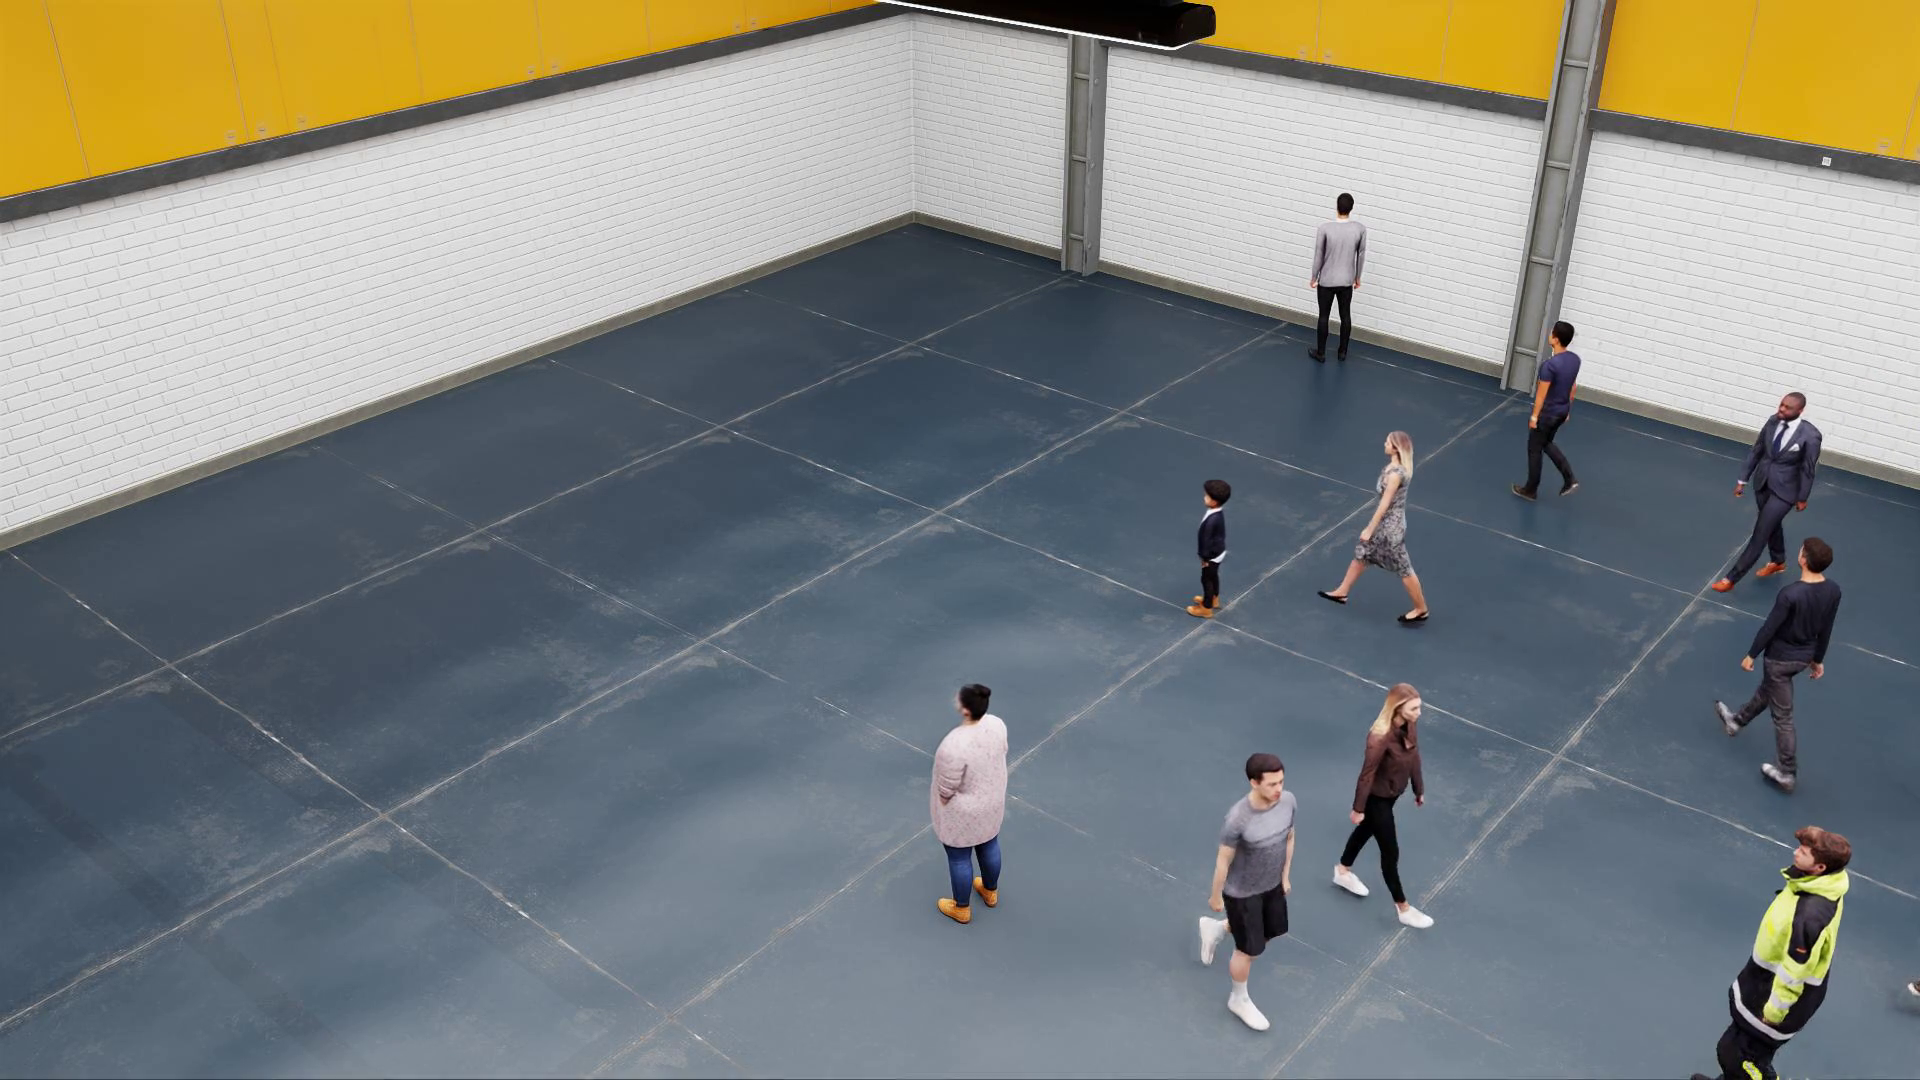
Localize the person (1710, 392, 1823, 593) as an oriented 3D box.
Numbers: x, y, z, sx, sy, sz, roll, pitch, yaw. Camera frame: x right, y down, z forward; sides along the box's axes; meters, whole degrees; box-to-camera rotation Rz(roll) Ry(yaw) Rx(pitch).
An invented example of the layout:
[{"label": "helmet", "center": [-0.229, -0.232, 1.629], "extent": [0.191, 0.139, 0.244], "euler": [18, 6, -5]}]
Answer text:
[{"label": "person", "center": [6.935, -0.412, 14.039], "extent": [1.114, 1.772, 1.247], "euler": [-12, 31, -21]}]

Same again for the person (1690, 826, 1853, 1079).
[{"label": "person", "center": [4.406, 2.342, 8.780], "extent": [0.836, 1.974, 0.833], "euler": [17, 33, 28]}]

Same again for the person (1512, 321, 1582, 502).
[{"label": "person", "center": [5.530, -1.138, 15.363], "extent": [0.755, 1.778, 0.911], "euler": [-21, 35, -33]}]

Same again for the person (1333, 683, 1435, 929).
[{"label": "person", "center": [2.586, 1.582, 10.486], "extent": [0.991, 1.673, 0.661], "euler": [24, 37, 37]}]

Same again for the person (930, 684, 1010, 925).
[{"label": "person", "center": [0.071, 1.613, 10.362], "extent": [0.726, 1.738, 0.681], "euler": [-22, 35, -34]}]

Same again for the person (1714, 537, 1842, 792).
[{"label": "person", "center": [5.820, 0.903, 11.580], "extent": [1.087, 1.818, 1.270], "euler": [-9, 30, -15]}]

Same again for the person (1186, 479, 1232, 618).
[{"label": "person", "center": [2.086, 0.058, 13.748], "extent": [0.561, 1.224, 0.557], "euler": [12, 31, 21]}]

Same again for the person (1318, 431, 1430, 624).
[{"label": "person", "center": [3.584, -0.055, 13.508], "extent": [1.211, 1.653, 0.888], "euler": [8, 30, 15]}]

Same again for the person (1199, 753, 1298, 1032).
[{"label": "person", "center": [1.640, 1.940, 9.647], "extent": [0.853, 1.849, 1.056], "euler": [-14, 31, -23]}]

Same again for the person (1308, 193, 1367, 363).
[{"label": "person", "center": [4.183, -2.908, 18.457], "extent": [0.822, 1.923, 0.889], "euler": [-2, 29, -3]}]
